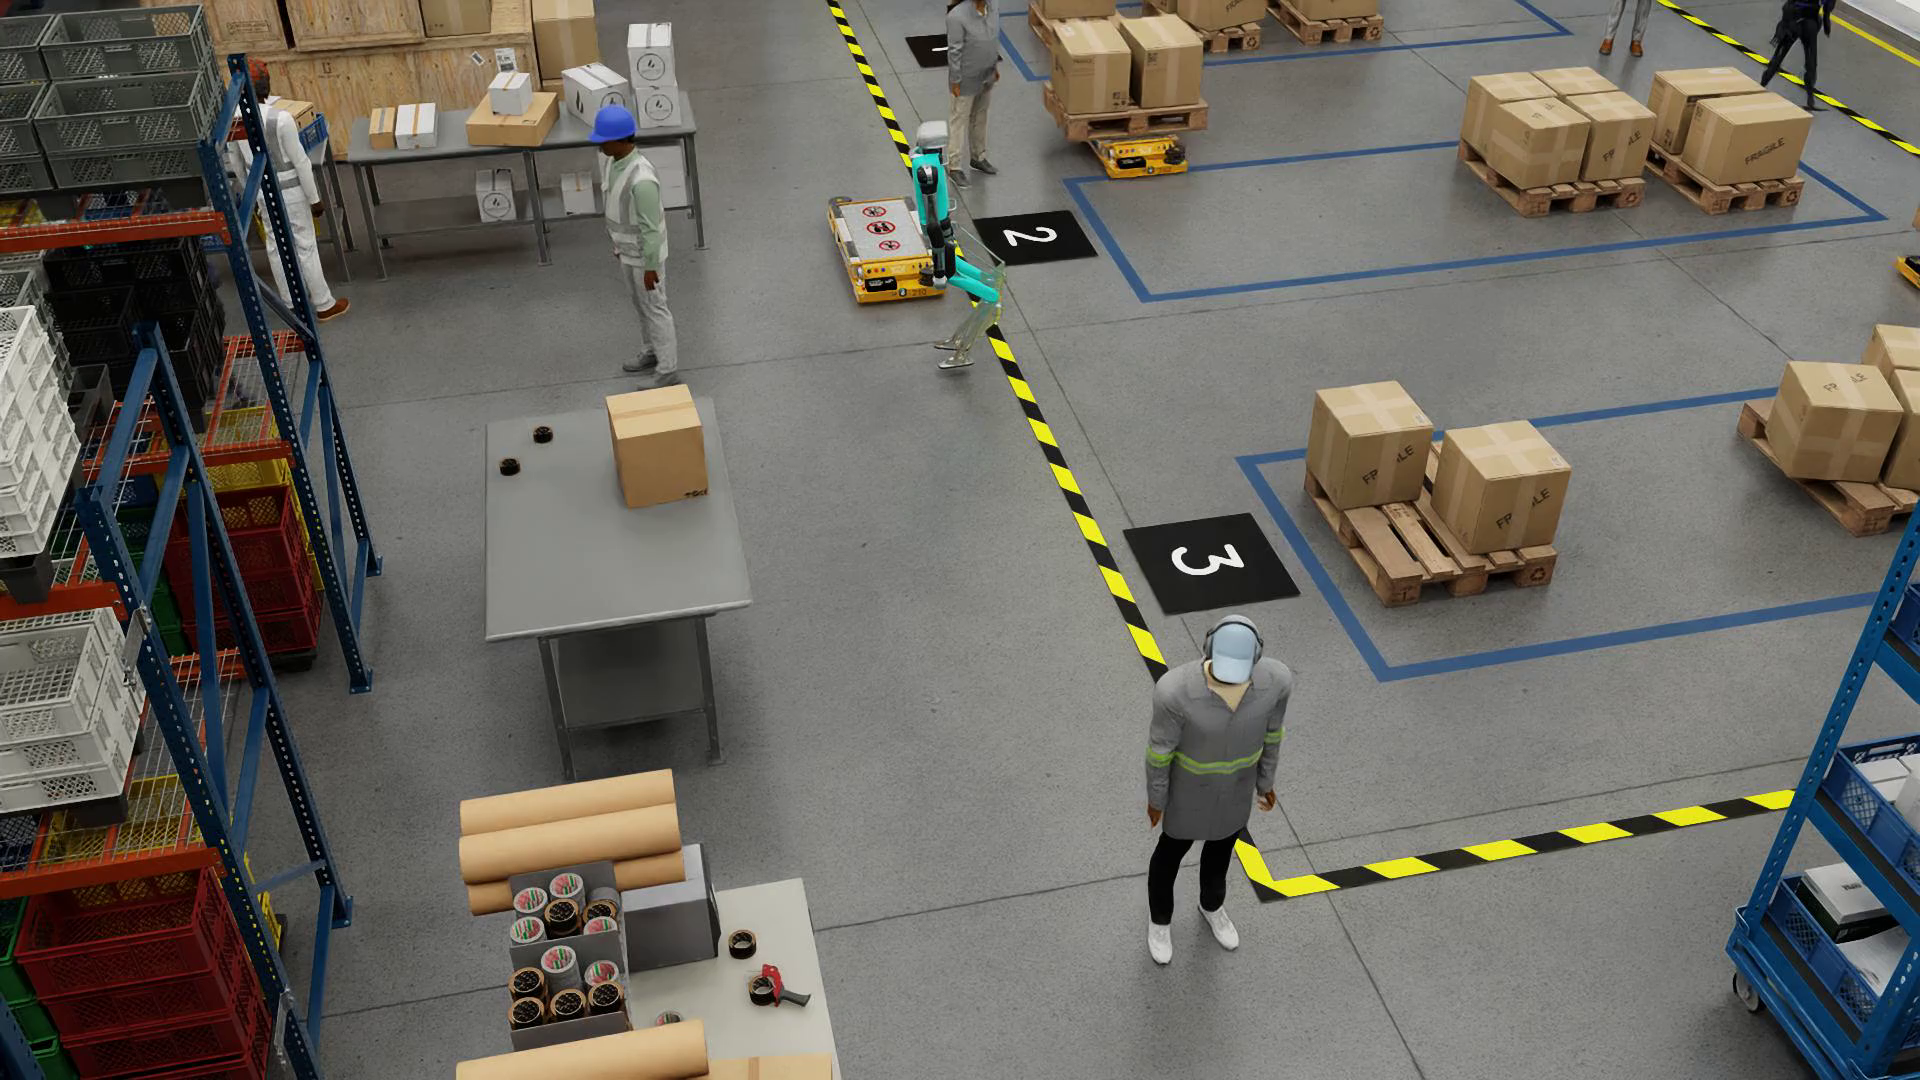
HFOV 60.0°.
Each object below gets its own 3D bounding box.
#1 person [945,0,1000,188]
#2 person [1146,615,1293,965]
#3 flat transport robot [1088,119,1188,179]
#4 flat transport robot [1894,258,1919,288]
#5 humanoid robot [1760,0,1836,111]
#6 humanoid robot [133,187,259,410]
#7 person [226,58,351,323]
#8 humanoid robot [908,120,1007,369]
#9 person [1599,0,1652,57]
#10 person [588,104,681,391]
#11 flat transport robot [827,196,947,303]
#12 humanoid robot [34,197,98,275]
[{"bbox_3d":[0.106,-3.728,13.305,0.397,1.769,0.566,29,45,33],"label":"person"},{"bbox_3d":[1.048,1.025,6.852,0.588,1.848,0.405,-8,37,-10],"label":"person"},{"bbox_3d":[1.413,-3.494,14.226,0.652,0.197,1.431,-8,37,-10],"label":"flat transport robot"},{"bbox_3d":[7.719,-1.963,12.169,1.431,0.197,0.652,-4,37,-5],"label":"flat transport robot"},{"bbox_3d":[7.395,-4.521,14.467,0.612,1.629,0.710,-16,39,-20],"label":"humanoid robot"},{"bbox_3d":[-4.819,-1.561,10.472,0.355,1.643,0.593,-27,45,-32],"label":"humanoid robot"},{"bbox_3d":[-4.645,-2.372,11.387,0.573,1.886,0.355,9,38,12],"label":"person"},{"bbox_3d":[0.045,-1.896,10.764,0.735,1.671,0.533,-1,37,-1],"label":"humanoid robot"},{"bbox_3d":[6.429,-5.478,15.570,0.585,1.878,0.388,10,38,13],"label":"person"},{"bbox_3d":[-2.076,-1.868,10.666,0.410,1.939,0.609,-19,41,-23],"label":"person"},{"bbox_3d":[-0.570,-2.220,12.538,0.659,0.231,1.431,-8,37,-10],"label":"flat transport robot"},{"bbox_3d":[-5.576,-1.337,10.173,0.803,1.807,0.530,-15,39,-19],"label":"humanoid robot"}]
